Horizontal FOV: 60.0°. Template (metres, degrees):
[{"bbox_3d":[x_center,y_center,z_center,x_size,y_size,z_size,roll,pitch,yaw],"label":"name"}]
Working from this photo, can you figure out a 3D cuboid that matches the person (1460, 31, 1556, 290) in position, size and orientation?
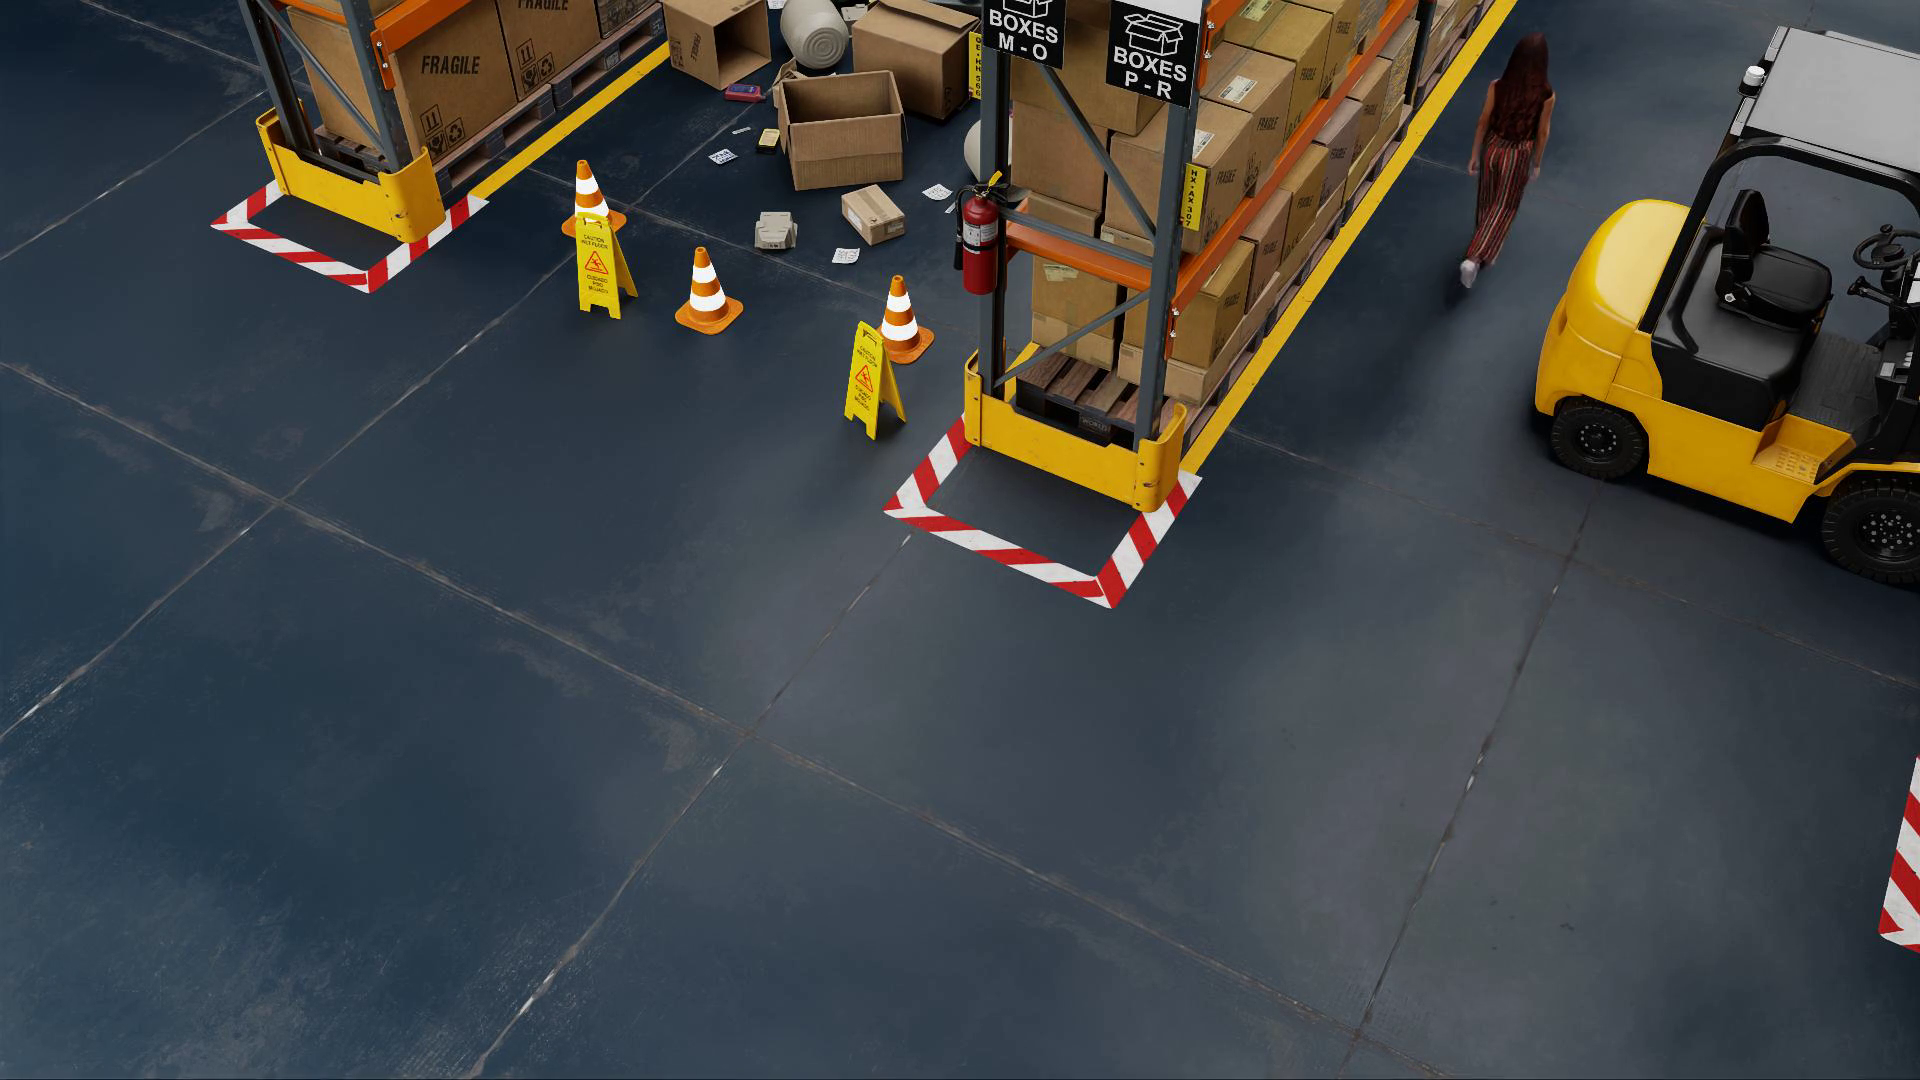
[{"bbox_3d":[3.105,-2.145,9.501,0.553,1.546,0.967,23,51,20],"label":"person"}]
